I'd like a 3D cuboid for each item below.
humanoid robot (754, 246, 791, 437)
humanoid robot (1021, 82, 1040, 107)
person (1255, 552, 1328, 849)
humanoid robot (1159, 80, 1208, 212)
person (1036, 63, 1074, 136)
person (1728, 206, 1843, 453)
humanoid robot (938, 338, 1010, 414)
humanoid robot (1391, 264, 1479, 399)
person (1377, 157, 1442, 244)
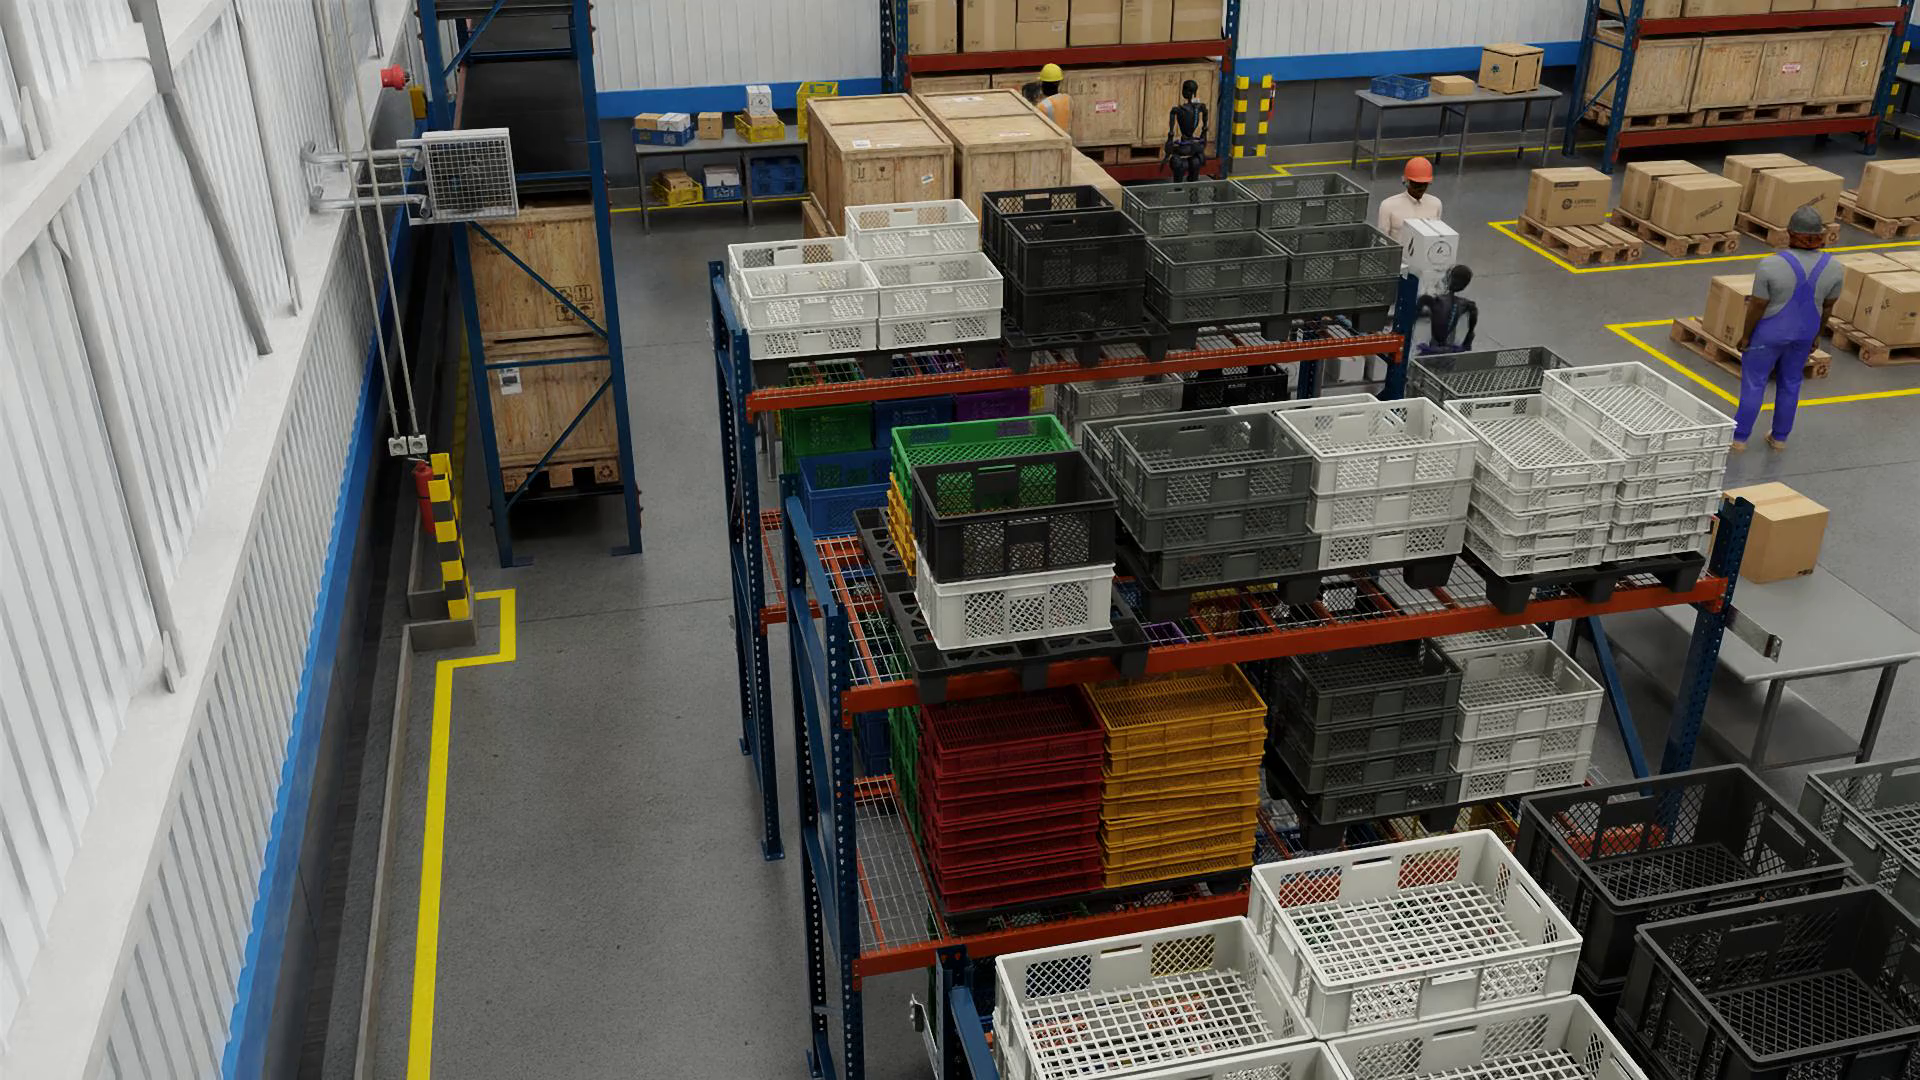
[{"bbox_3d":[-1.454,-1.613,13.631,0.749,1.622,0.600,-18,33,-30],"label":"humanoid robot"},{"bbox_3d":[0.887,-4.362,18.888,0.766,1.637,0.615,-4,28,-8],"label":"humanoid robot"},{"bbox_3d":[1.733,0.799,8.799,0.343,1.882,0.578,11,30,20],"label":"person"},{"bbox_3d":[2.551,-4.359,18.791,0.611,1.657,0.315,-16,32,-27],"label":"humanoid robot"},{"bbox_3d":[1.006,-4.294,18.412,0.356,1.929,0.586,21,34,34],"label":"person"},{"bbox_3d":[6.572,-1.690,13.355,0.688,2.000,0.539,-1,28,-1],"label":"person"},{"bbox_3d":[0.107,-1.079,12.570,0.613,1.656,0.317,3,28,6],"label":"humanoid robot"},{"bbox_3d":[3.736,-1.386,13.180,0.655,1.628,0.380,-4,28,-7],"label":"humanoid robot"},{"bbox_3d":[3.950,-2.413,14.775,0.610,1.995,0.376,-7,29,-12],"label":"person"}]
